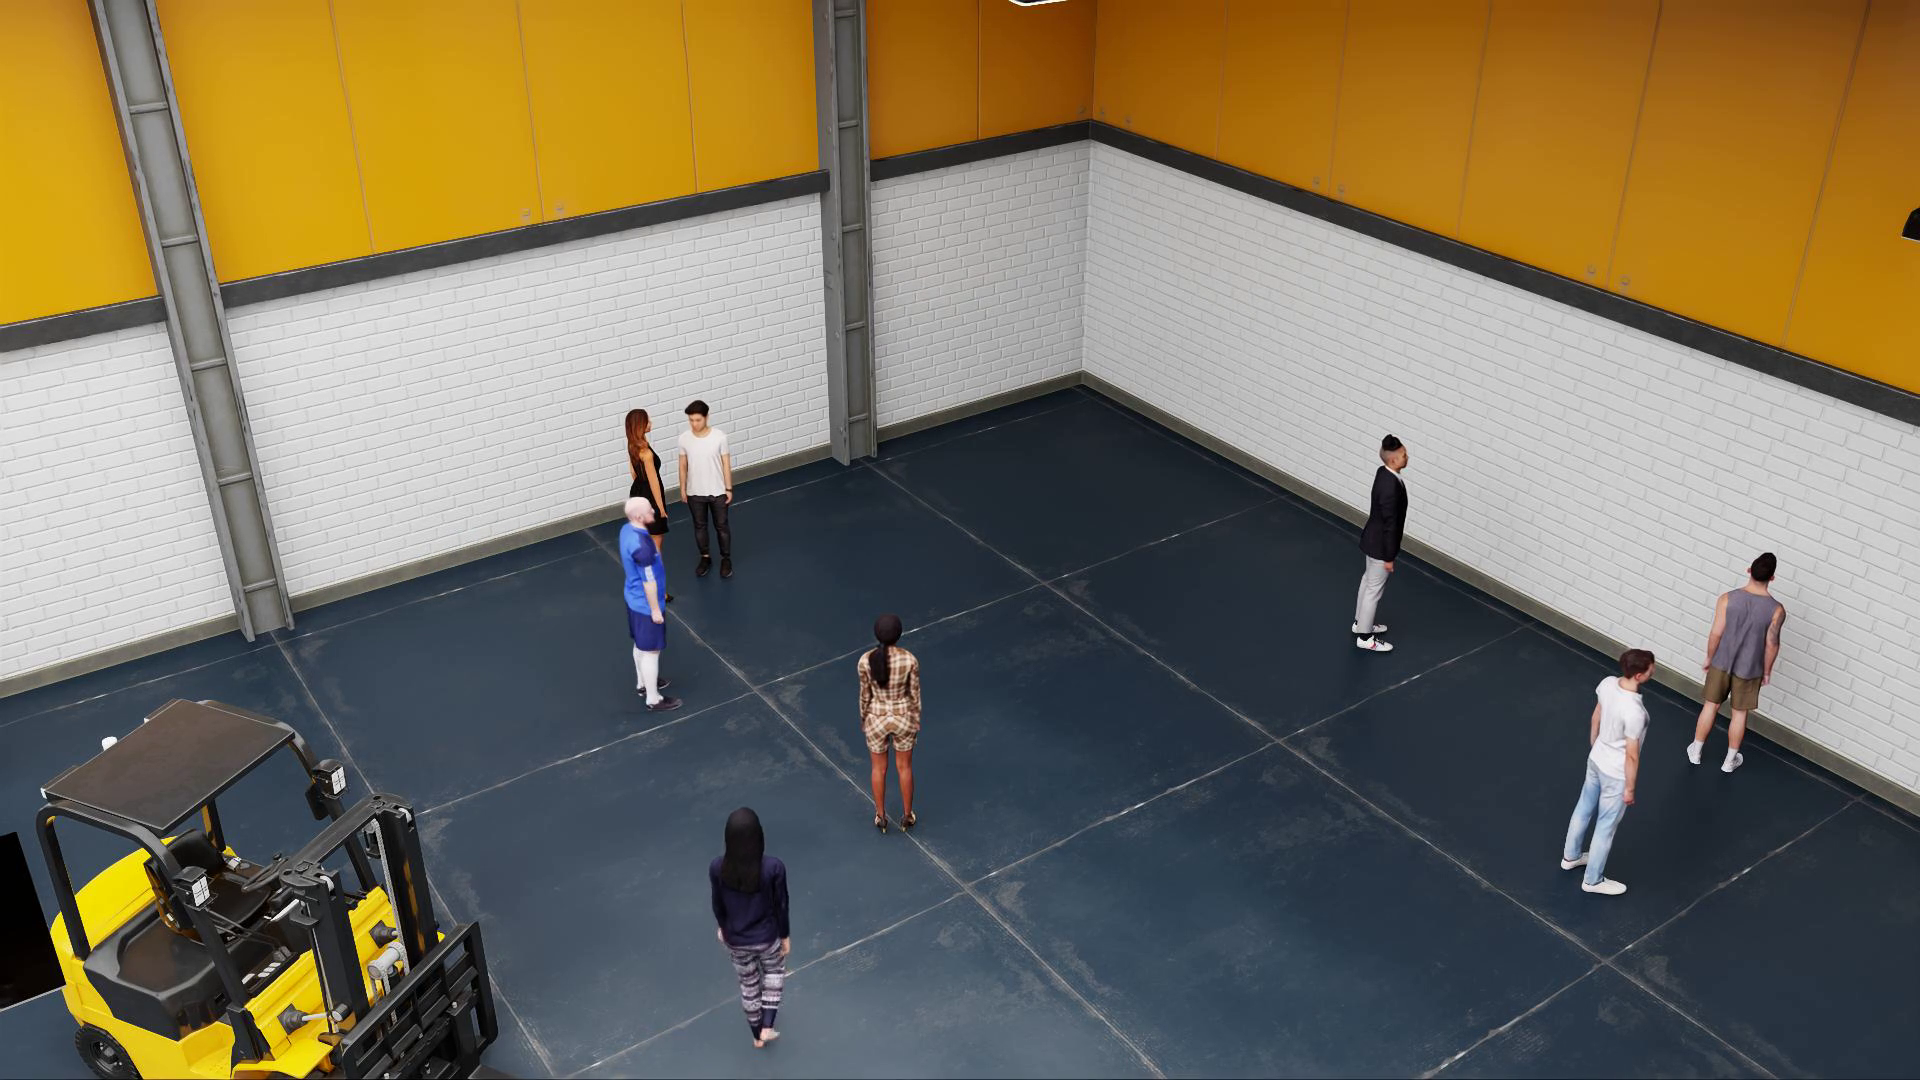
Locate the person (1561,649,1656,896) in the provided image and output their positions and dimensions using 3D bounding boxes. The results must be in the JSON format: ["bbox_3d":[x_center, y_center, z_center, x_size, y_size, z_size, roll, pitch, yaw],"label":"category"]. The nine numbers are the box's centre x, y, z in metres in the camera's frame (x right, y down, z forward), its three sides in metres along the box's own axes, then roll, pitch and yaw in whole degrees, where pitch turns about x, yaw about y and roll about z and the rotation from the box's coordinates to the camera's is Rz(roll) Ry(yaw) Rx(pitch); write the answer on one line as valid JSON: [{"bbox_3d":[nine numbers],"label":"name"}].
[{"bbox_3d":[4.357,1.524,11.138,0.700,1.851,0.728,-5,29,-8],"label":"person"}]

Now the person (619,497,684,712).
[{"bbox_3d":[-2.468,0.475,13.070,0.622,1.841,0.710,-12,31,-21],"label":"person"}]

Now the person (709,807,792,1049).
[{"bbox_3d":[-1.227,2.348,9.759,0.738,1.725,0.811,1,29,1],"label":"person"}]

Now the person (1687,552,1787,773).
[{"bbox_3d":[5.766,0.909,12.341,0.715,1.845,0.717,15,32,25],"label":"person"}]

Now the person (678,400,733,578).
[{"bbox_3d":[-2.268,-0.484,14.961,0.687,1.715,0.774,1,29,3],"label":"person"}]

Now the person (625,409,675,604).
[{"bbox_3d":[-2.719,-0.294,14.486,0.509,1.835,0.570,-19,34,-31],"label":"person"}]

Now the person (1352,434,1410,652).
[{"bbox_3d":[3.506,-0.011,13.848,0.836,1.950,0.792,3,29,6],"label":"person"}]

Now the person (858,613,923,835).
[{"bbox_3d":[-0.486,1.291,11.623,0.660,1.794,0.743,0,29,1],"label":"person"}]
